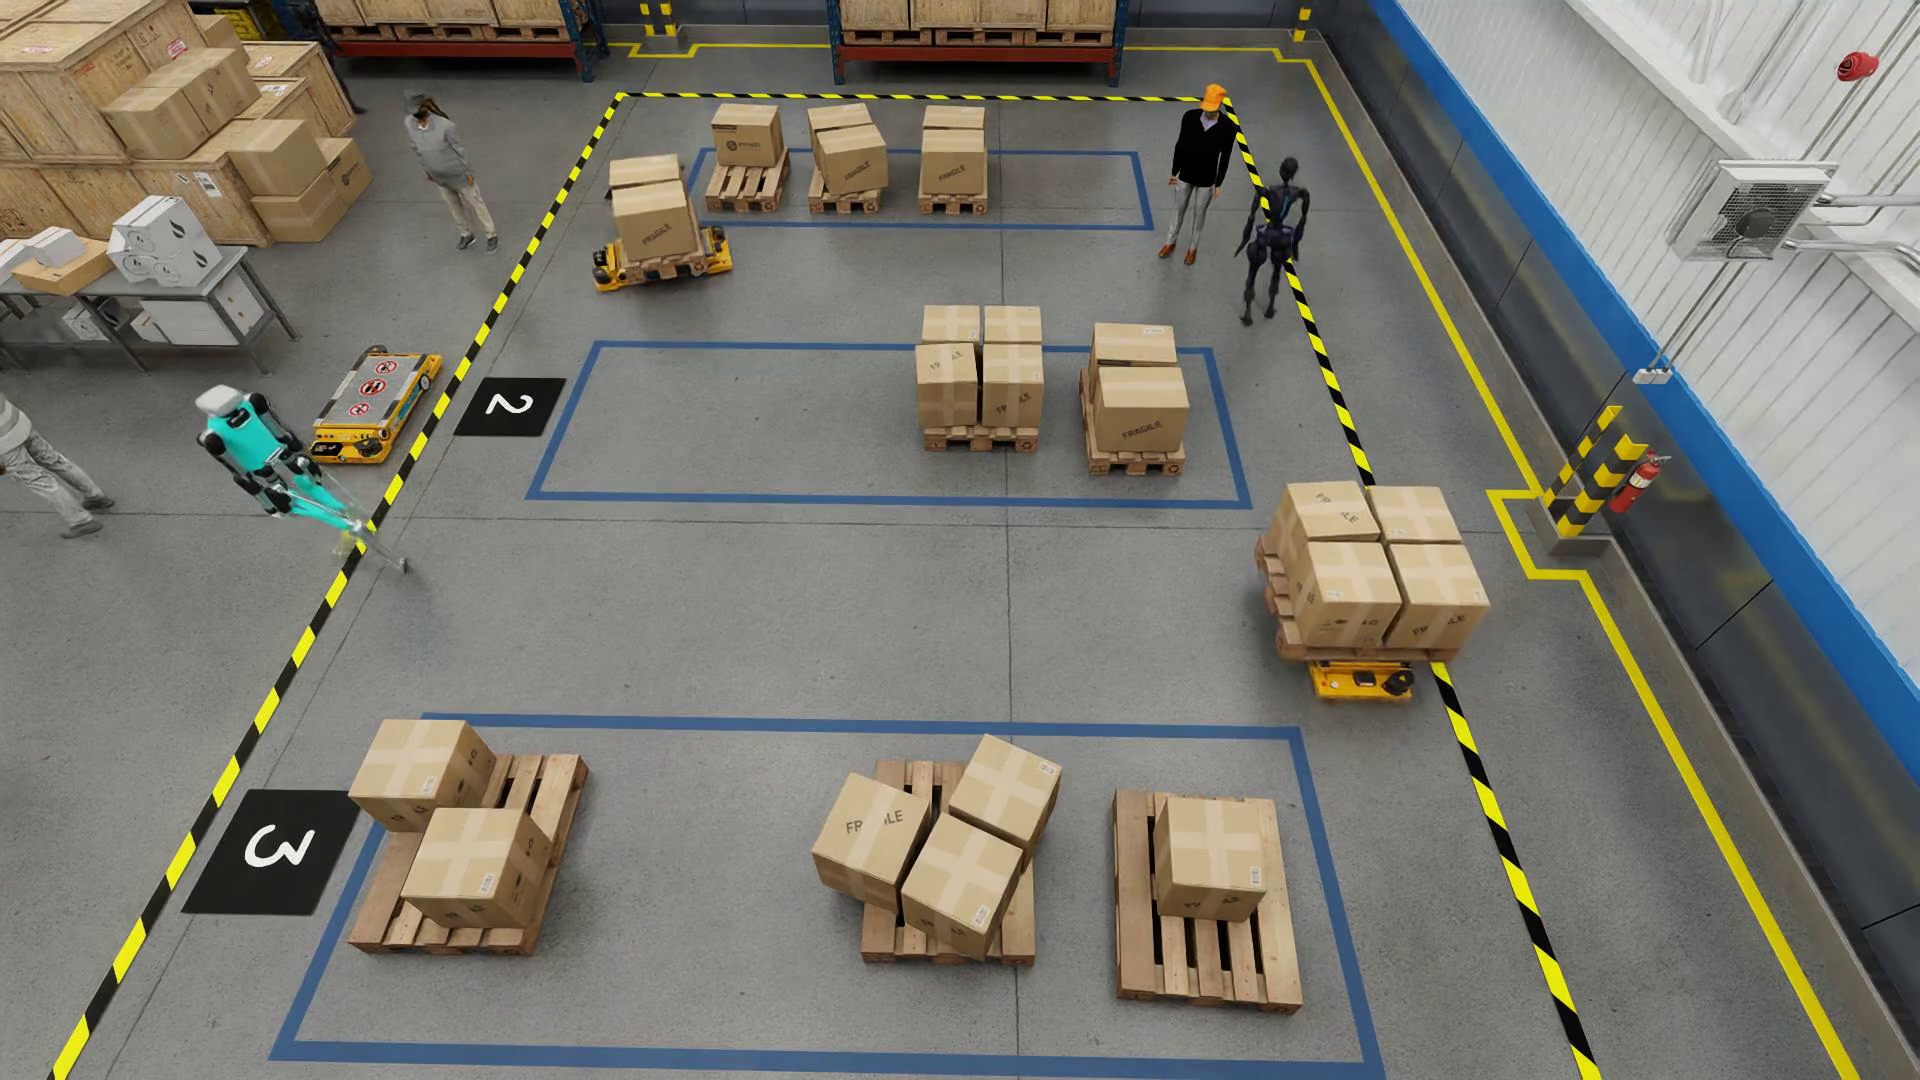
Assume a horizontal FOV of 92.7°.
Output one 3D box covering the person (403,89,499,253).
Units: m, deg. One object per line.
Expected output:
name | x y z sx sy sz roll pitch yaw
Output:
person | -5.383 -3.881 9.670 0.564 1.762 0.406 7 50 6

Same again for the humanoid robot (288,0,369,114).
humanoid robot | -8.248 -6.392 11.860 0.615 1.639 0.597 3 50 3

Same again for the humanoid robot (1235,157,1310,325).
humanoid robot | 3.022 -2.874 8.893 0.612 1.652 0.386 3 50 2

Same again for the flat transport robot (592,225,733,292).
flat transport robot | -3.241 -3.078 9.953 1.431 0.197 0.652 -13 51 -11

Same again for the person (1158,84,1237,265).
person | 2.458 -3.768 9.501 0.585 1.880 0.374 23 53 18

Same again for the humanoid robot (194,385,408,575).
humanoid robot | -4.655 -0.354 6.727 0.967 1.772 0.538 9 50 8

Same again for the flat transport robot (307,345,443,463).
flat transport robot | -5.383 -1.269 8.441 0.659 0.231 1.431 1 50 1

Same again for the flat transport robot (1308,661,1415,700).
flat transport robot | 2.876 0.531 6.900 0.652 0.197 1.431 1 50 1

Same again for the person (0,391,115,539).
person | -7.294 -0.794 6.946 0.412 1.939 0.609 -11 51 -9
